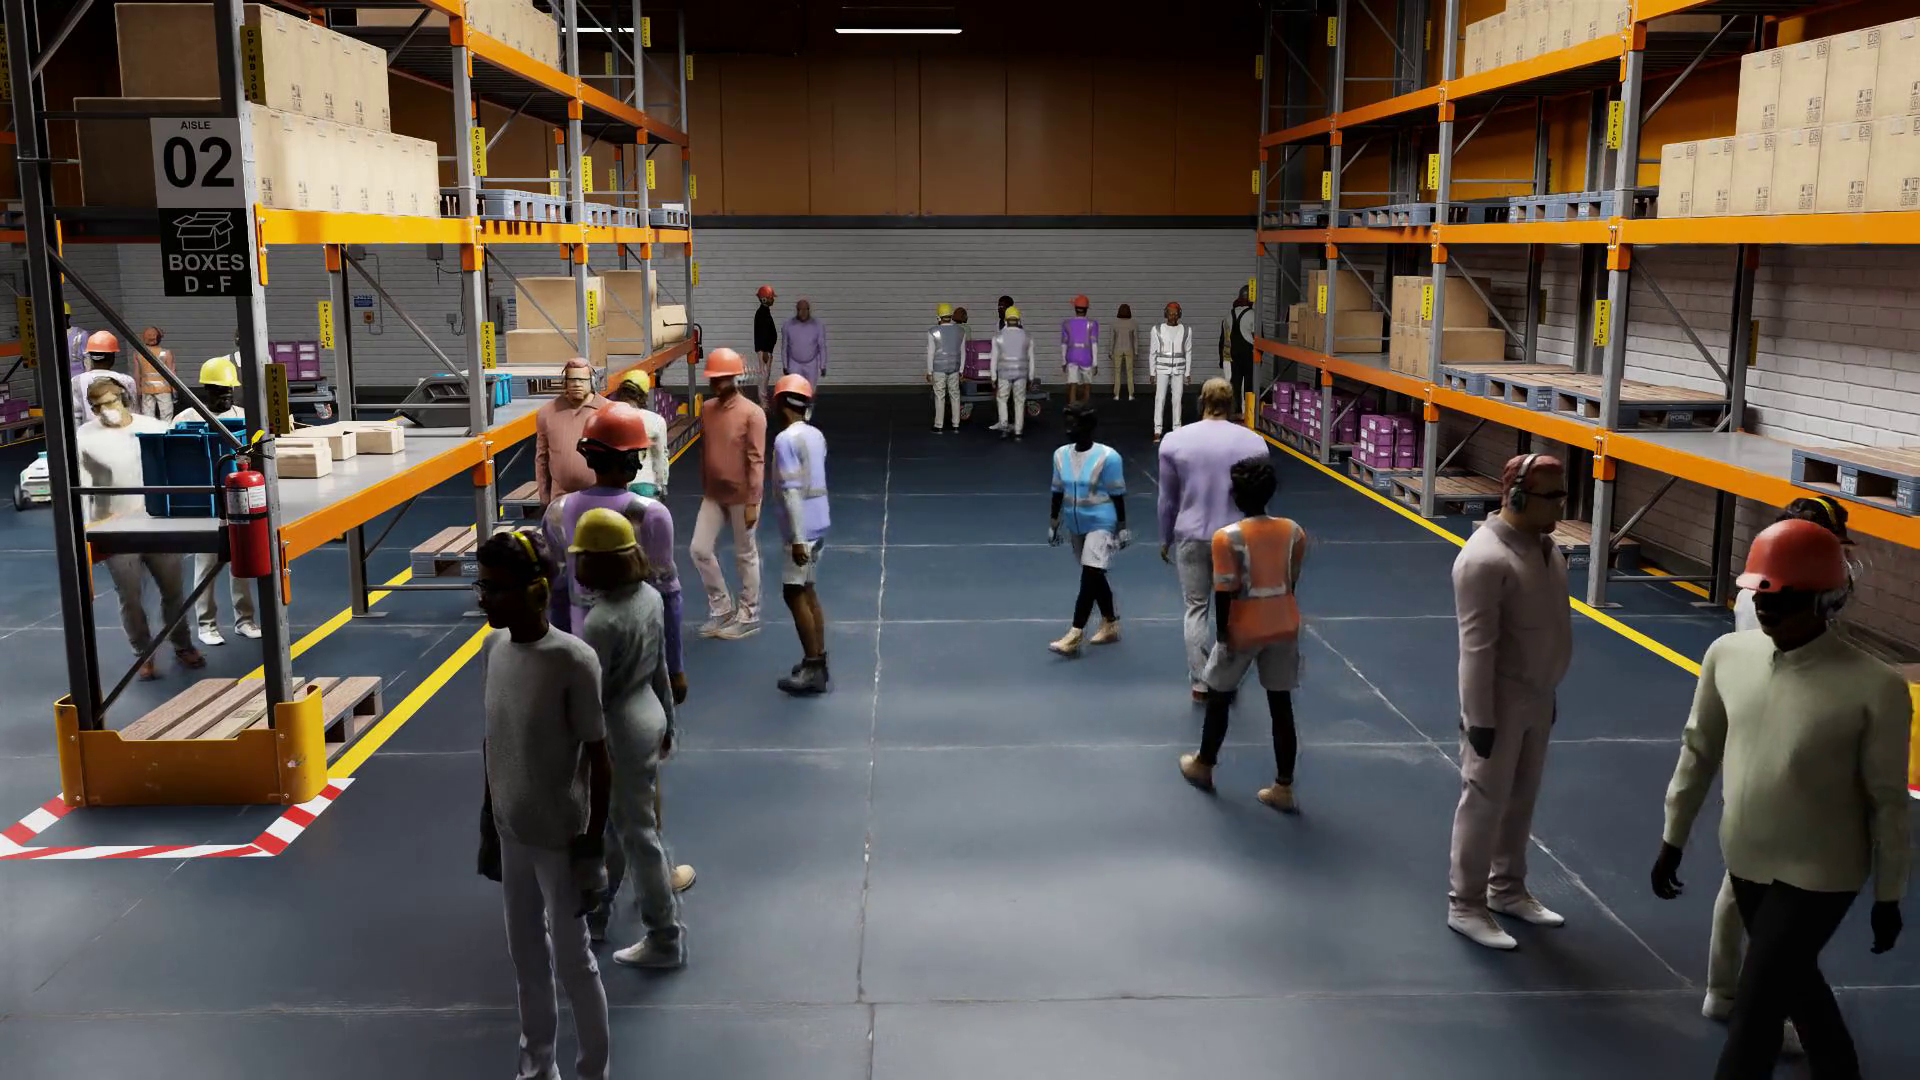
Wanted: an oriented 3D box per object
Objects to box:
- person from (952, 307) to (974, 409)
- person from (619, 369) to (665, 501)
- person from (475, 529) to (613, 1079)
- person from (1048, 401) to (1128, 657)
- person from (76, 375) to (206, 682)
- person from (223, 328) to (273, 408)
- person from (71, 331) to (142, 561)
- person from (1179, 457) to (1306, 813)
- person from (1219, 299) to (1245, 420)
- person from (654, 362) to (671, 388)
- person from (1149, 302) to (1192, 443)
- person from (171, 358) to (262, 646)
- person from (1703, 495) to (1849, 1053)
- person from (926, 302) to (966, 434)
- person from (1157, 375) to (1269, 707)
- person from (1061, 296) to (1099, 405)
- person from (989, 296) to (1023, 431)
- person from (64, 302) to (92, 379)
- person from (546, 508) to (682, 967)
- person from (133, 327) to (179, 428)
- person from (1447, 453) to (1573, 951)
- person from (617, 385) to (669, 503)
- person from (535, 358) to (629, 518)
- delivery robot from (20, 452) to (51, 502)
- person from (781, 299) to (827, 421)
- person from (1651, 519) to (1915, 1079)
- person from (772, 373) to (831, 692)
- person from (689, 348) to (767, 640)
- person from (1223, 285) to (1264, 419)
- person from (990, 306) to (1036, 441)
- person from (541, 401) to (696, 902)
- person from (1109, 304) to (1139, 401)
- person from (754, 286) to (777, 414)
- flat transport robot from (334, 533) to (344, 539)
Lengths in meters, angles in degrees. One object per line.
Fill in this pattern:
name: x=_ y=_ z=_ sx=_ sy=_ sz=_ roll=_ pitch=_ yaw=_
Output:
person: x=-0.005 y=-2.917 z=26.729 sx=0.509 sy=1.632 sz=0.268 roll=8 pitch=13 yaw=37
person: x=-2.483 y=-0.419 z=12.548 sx=0.567 sy=1.721 sz=0.452 roll=-5 pitch=11 yaw=-27
person: x=-1.240 y=0.885 z=4.909 sx=0.534 sy=1.864 sz=0.310 roll=7 pitch=13 yaw=35
person: x=0.792 y=-0.076 z=10.834 sx=0.542 sy=1.645 sz=0.853 roll=10 pitch=14 yaw=44
person: x=-5.046 y=-0.064 z=10.114 sx=0.675 sy=1.897 sz=0.449 roll=-9 pitch=13 yaw=-41
person: x=-7.277 y=-1.288 z=17.071 sx=0.520 sy=1.843 sz=0.331 roll=-6 pitch=12 yaw=-31
person: x=-7.154 y=-0.786 z=14.011 sx=0.552 sy=1.937 sz=0.356 roll=-1 pitch=10 yaw=-6
person: x=1.371 y=0.430 z=7.999 sx=0.548 sy=1.666 sz=0.797 roll=-4 pitch=11 yaw=-22
person: x=4.198 y=-2.727 z=25.107 sx=0.625 sy=1.841 sz=0.429 roll=5 pitch=11 yaw=24
person: x=-4.801 y=-2.872 z=25.723 sx=0.757 sy=1.905 sz=0.660 roll=6 pitch=12 yaw=30
person: x=2.817 y=-2.238 z=22.257 sx=0.576 sy=1.882 sz=0.355 roll=-1 pitch=10 yaw=-3
person: x=-4.927 y=-0.259 z=11.141 sx=0.390 sy=1.922 sz=0.589 roll=9 pitch=13 yaw=40
person: x=2.742 y=0.776 z=5.540 sx=0.317 sy=1.860 sz=0.512 roll=-1 pitch=10 yaw=-8
person: x=-0.207 y=-2.400 z=23.285 sx=0.591 sy=1.837 sz=0.403 roll=-5 pitch=11 yaw=-25
person: x=1.458 y=0.004 z=9.678 sx=0.628 sy=1.918 sz=0.524 roll=1 pitch=10 yaw=6
person: x=1.770 y=-2.640 z=24.481 sx=0.569 sy=1.882 sz=0.976 roll=2 pitch=10 yaw=14
person: x=0.678 y=-2.512 z=23.682 sx=0.382 sy=1.918 sz=0.597 roll=-6 pitch=12 yaw=-32
person: x=-11.452 y=-2.099 z=21.355 sx=0.588 sy=1.927 sz=0.369 roll=-1 pitch=10 yaw=-3
person: x=-1.343 y=0.732 z=6.126 sx=0.694 sy=1.717 sz=0.510 roll=3 pitch=10 yaw=14
person: x=-9.910 y=-1.807 z=20.528 sx=0.518 sy=1.639 sz=0.312 roll=0 pitch=10 yaw=2
person: x=2.125 y=0.608 z=6.370 sx=0.398 sy=1.897 sz=0.646 roll=10 pitch=14 yaw=43
person: x=-2.490 y=-0.414 z=12.779 sx=0.514 sy=1.637 sz=0.314 roll=0 pitch=10 yaw=3
person: x=-2.601 y=-0.303 z=11.452 sx=0.641 sy=1.901 sz=0.400 roll=0 pitch=10 yaw=1
delivery robot: x=-9.254 y=-0.648 z=16.833 sx=0.477 sy=0.478 sz=0.707 roll=-3 pitch=11 yaw=-18
person: x=-2.263 y=-2.562 z=24.092 sx=0.652 sy=1.878 sz=0.768 roll=-1 pitch=10 yaw=-7
person: x=2.342 y=0.886 z=4.716 sx=1.036 sy=1.942 sz=0.634 roll=-4 pitch=11 yaw=-24
person: x=-0.972 y=-0.049 z=10.054 sx=0.491 sy=1.886 sz=0.677 roll=3 pitch=11 yaw=15
person: x=-1.576 y=-0.290 z=11.118 sx=0.640 sy=1.975 sz=0.538 roll=7 pitch=12 yaw=35
person: x=4.324 y=-2.809 z=24.993 sx=0.539 sy=2.000 sz=0.689 roll=-8 pitch=13 yaw=-36
person: x=0.714 y=-2.235 z=22.395 sx=0.614 sy=1.827 sz=0.404 roll=0 pitch=10 yaw=-1
person: x=-1.378 y=0.460 z=6.773 sx=0.605 sy=2.045 sz=0.381 roll=4 pitch=11 yaw=22
person: x=2.770 y=-3.172 z=28.149 sx=0.507 sy=1.632 sz=0.268 roll=1 pitch=10 yaw=5
person: x=-3.038 y=-2.981 z=26.079 sx=0.376 sy=1.995 sz=0.608 roll=0 pitch=10 yaw=-2
flat transport robot: x=-6.016 y=-0.193 z=15.351 sx=0.652 sy=0.197 sz=1.431 roll=-3 pitch=11 yaw=-17
